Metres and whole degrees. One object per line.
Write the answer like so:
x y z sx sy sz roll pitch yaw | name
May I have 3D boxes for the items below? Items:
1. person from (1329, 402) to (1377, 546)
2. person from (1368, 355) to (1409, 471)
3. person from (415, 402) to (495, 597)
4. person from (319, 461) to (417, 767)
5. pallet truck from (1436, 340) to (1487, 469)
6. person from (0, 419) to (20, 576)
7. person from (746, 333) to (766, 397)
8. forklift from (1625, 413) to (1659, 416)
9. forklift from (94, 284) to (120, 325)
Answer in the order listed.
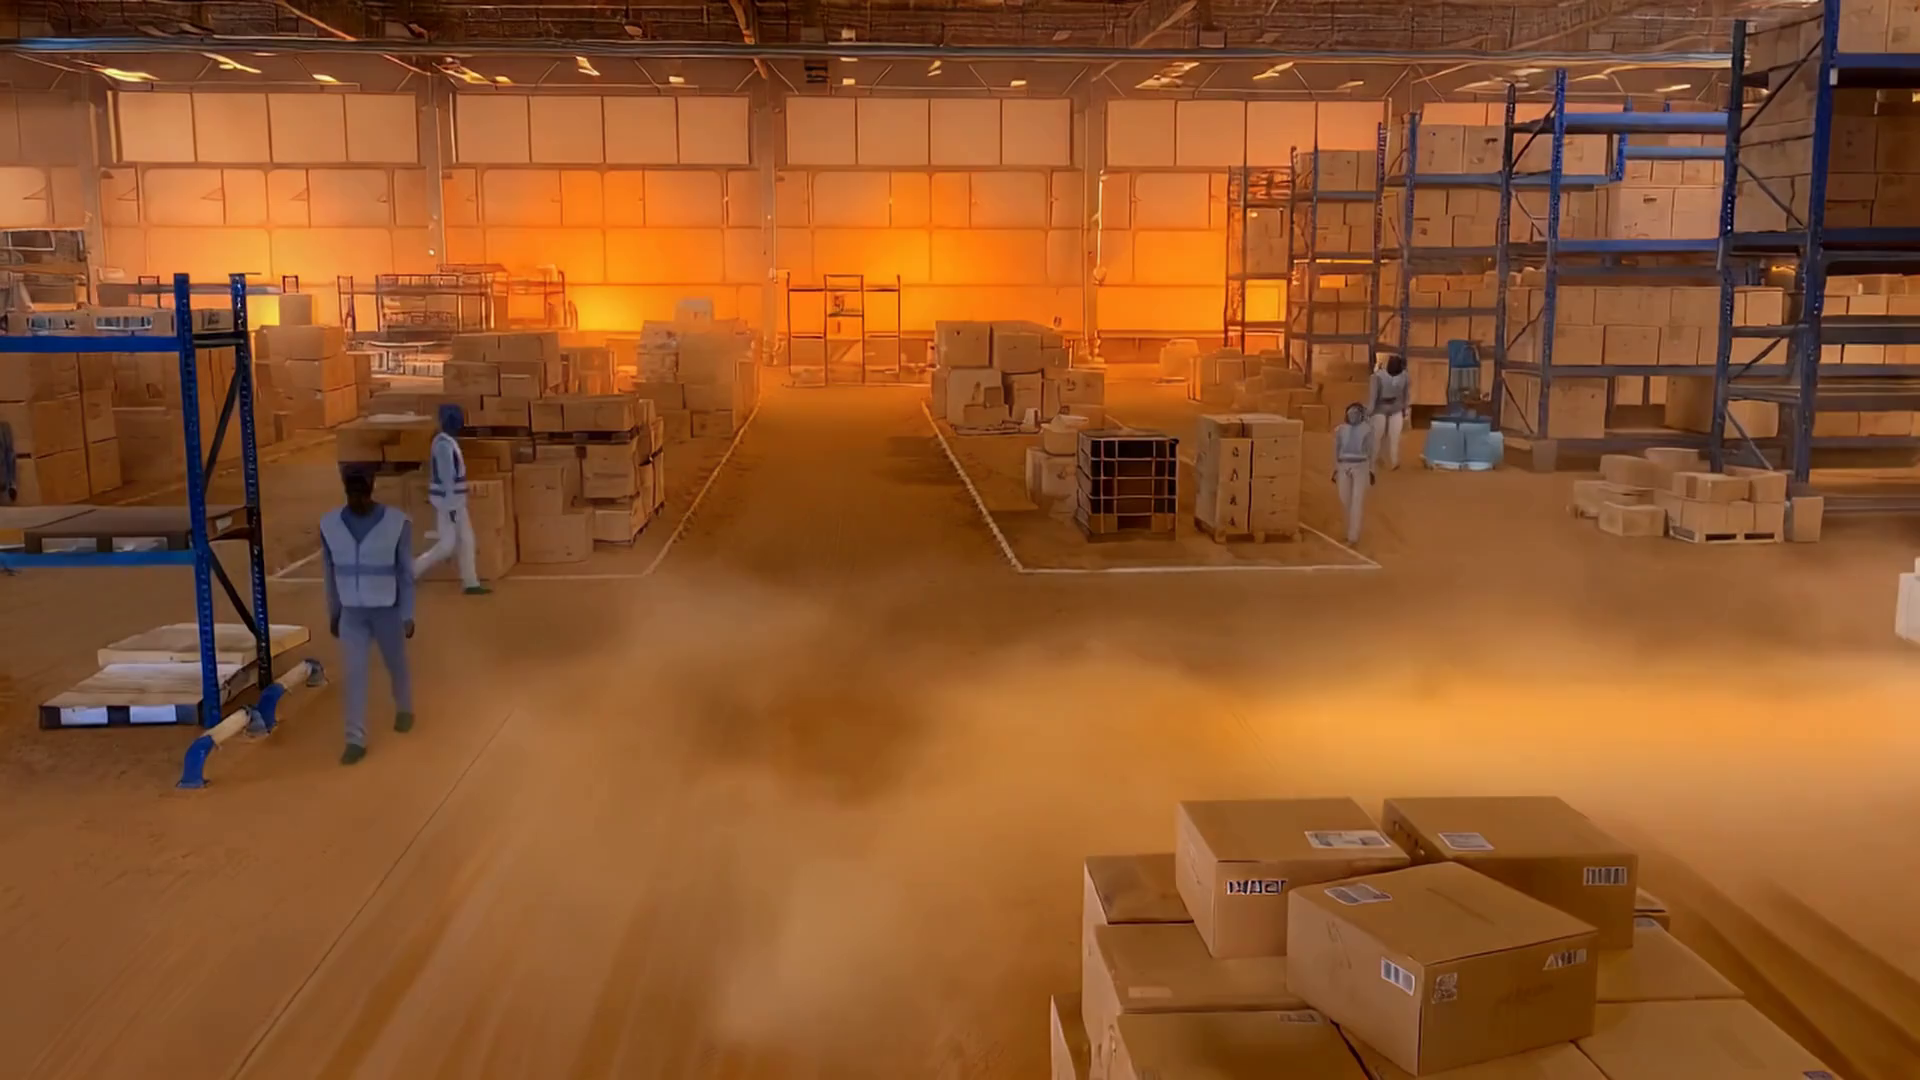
4.473 -0.776 18.853 0.522 1.609 0.740 5 10 29 | person
6.657 -1.964 25.783 0.667 1.781 0.964 0 9 2 | person
-4.811 -0.352 15.463 0.780 1.857 0.584 -1 9 -6 | person
-3.749 0.412 10.628 0.603 1.874 1.018 0 9 -3 | person
8.004 -2.170 26.422 0.823 1.965 1.885 2 9 14 | pallet truck
-9.697 -0.567 16.574 0.383 1.928 0.588 5 10 28 | person
-5.281 -4.343 41.307 0.835 1.599 0.516 2 9 14 | person
14.156 -4.124 35.928 1.873 2.768 1.129 3 10 21 | forklift
-18.830 -4.285 36.934 1.873 2.768 1.129 -6 11 -32 | forklift
